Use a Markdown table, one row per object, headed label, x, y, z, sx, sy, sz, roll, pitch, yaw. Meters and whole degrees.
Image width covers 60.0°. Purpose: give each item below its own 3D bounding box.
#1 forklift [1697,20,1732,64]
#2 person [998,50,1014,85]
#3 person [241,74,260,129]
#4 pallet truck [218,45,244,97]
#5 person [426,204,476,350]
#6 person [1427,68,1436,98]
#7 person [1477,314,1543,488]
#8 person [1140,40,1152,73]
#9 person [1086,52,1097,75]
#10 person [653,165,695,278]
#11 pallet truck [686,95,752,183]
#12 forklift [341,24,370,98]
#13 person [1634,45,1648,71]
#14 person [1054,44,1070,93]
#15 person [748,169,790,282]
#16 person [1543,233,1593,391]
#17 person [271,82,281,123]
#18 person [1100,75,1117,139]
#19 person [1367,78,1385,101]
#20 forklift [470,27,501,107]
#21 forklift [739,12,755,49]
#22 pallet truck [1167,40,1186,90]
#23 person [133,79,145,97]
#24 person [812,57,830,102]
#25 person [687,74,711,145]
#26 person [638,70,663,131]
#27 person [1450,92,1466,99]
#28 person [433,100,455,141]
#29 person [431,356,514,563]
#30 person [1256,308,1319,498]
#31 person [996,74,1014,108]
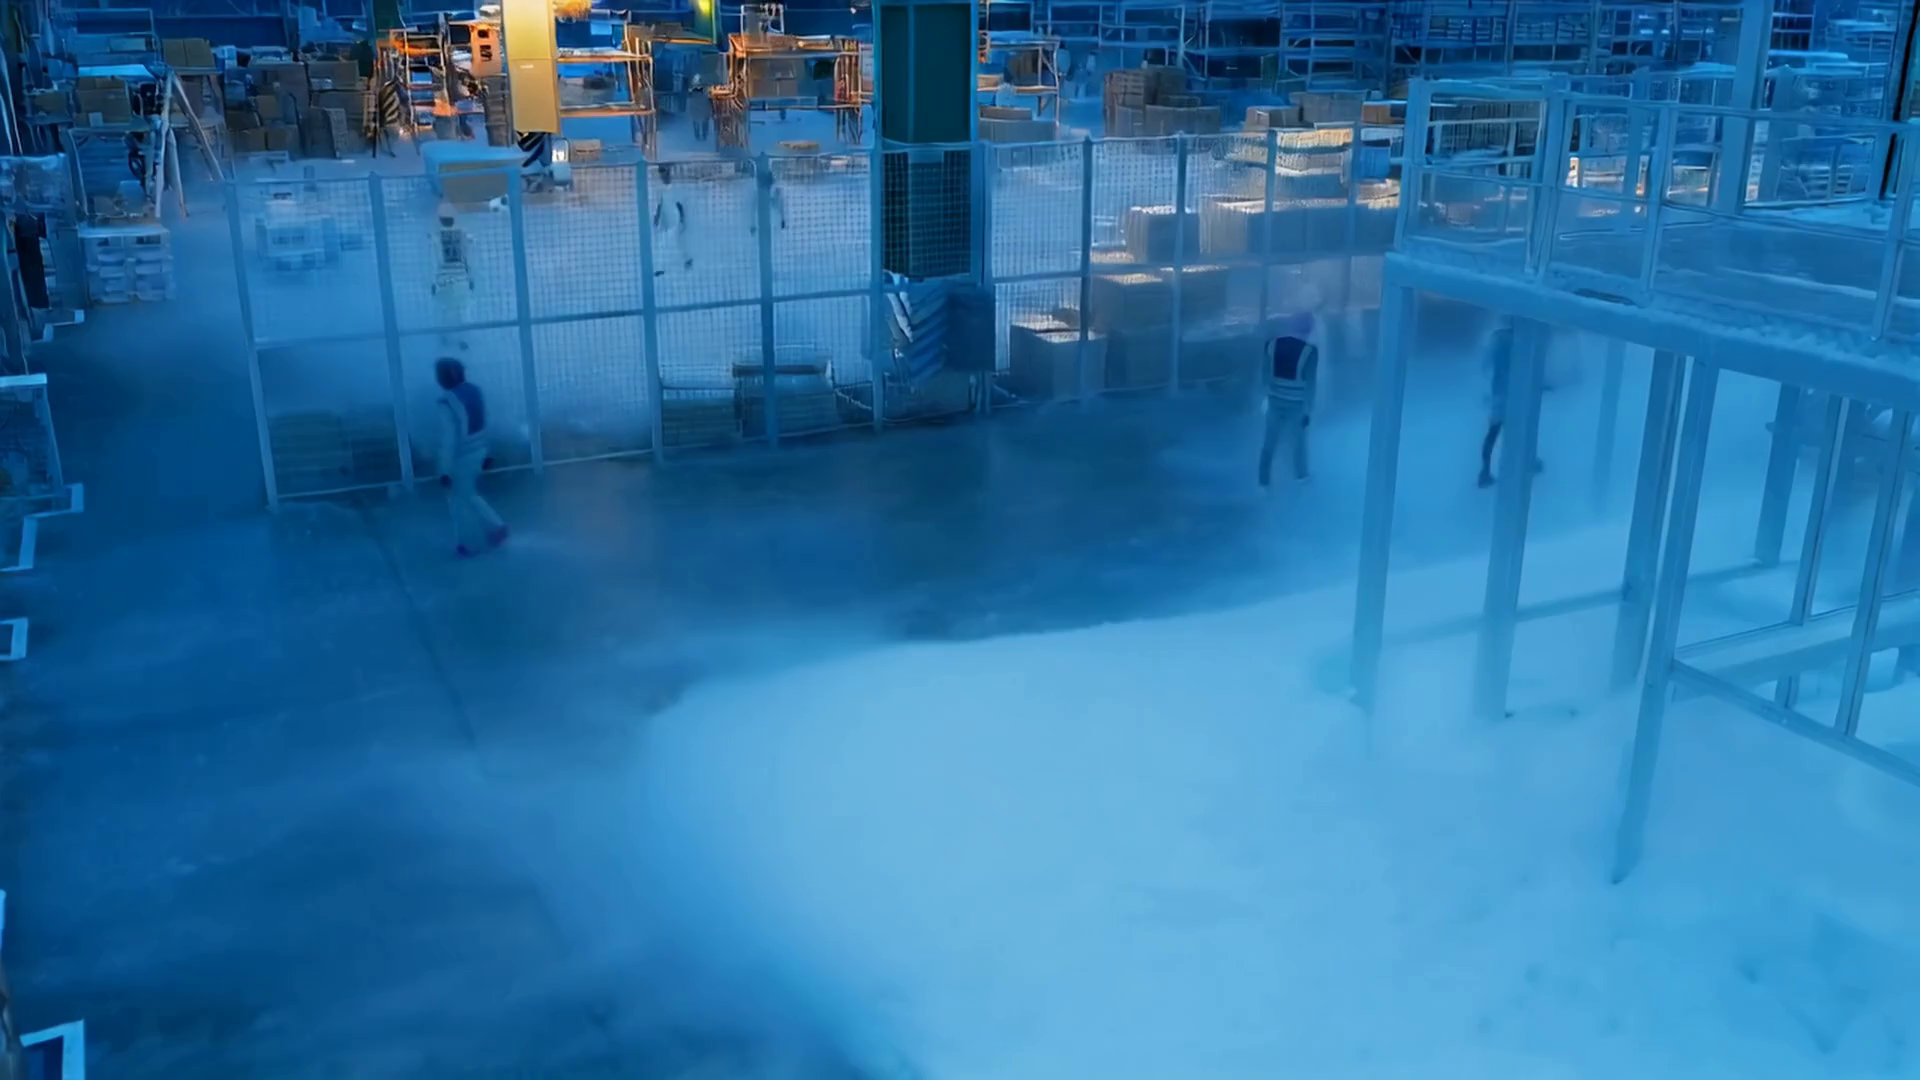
| label | x | y | z | sx | sy | sz | roll | pitch | yaw |
| --- | --- | --- | --- | --- | --- | --- | --- | --- | --- |
| forklift | 31.595 | -20.128 | 69.016 | 1.873 | 2.768 | 1.129 | 6 | 20 | 17 |
| person | 1.857 | -19.087 | 67.496 | 0.643 | 1.887 | 1.009 | -2 | 19 | -6 |
| person | -21.027 | -12.831 | 49.305 | 0.588 | 1.927 | 0.370 | 17 | 26 | 41 |
| pallet truck | -28.879 | -18.665 | 66.111 | 0.823 | 1.965 | 1.885 | -3 | 19 | -9 |
| person | -6.854 | -3.548 | 22.393 | 0.657 | 1.920 | 0.708 | -10 | 22 | -28 |
| person | 16.101 | -15.371 | 57.099 | 0.514 | 1.642 | 0.310 | -16 | 25 | -39 |
| person | 5.491 | -1.477 | 16.444 | 0.982 | 1.882 | 0.567 | -16 | 25 | -39 |
| person | 8.164 | -21.222 | 73.789 | 0.669 | 1.818 | 0.651 | -7 | 20 | -21 |
| person | 5.348 | -18.911 | 67.315 | 0.780 | 1.666 | 0.536 | 17 | 25 | 41 |
| person | -4.832 | -5.349 | 27.779 | 0.532 | 1.834 | 0.967 | 16 | 25 | 38 |
| pallet truck | -5.836 | -9.608 | 39.856 | 0.823 | 1.965 | 1.885 | 10 | 22 | 27 |
| forklift | -23.462 | -18.606 | 64.604 | 1.129 | 2.768 | 1.873 | 13 | 23 | 34 |
| person | 29.662 | -20.713 | 72.514 | 0.559 | 1.676 | 0.594 | 11 | 22 | 29 |
| person | 4.147 | -19.263 | 67.950 | 0.621 | 1.942 | 1.009 | 4 | 19 | 12 |
| person | -3.084 | -5.155 | 27.246 | 0.654 | 1.794 | 0.927 | -10 | 22 | -28 |
| person | 7.377 | -2.761 | 20.047 | 0.853 | 1.962 | 0.628 | -8 | 20 | -21 |
| person | -20.299 | -12.859 | 49.801 | 0.531 | 1.652 | 0.834 | -17 | 25 | -40 |
| person | 4.446 | -12.950 | 49.760 | 0.507 | 1.860 | 0.325 | 16 | 25 | 38 |
| person | 11.595 | -11.936 | 46.648 | 0.606 | 1.967 | 0.367 | -13 | 23 | -33 |
| forklift | -17.269 | -17.254 | 60.687 | 1.129 | 2.768 | 1.873 | -2 | 19 | -6 |
| forklift | -10.250 | -24.364 | 81.296 | 1.873 | 2.768 | 1.129 | -1 | 19 | -1 |
| pallet truck | 9.045 | -19.971 | 69.895 | 0.823 | 1.965 | 1.885 | -3 | 19 | -8 |
| person | -25.341 | -13.406 | 51.420 | 0.529 | 1.629 | 0.323 | 6 | 20 | 17 |
| person | -5.173 | -17.210 | 62.070 | 0.651 | 1.890 | 1.034 | -16 | 25 | -39 |
| person | -7.580 | -12.582 | 48.411 | 0.687 | 2.000 | 1.039 | -2 | 19 | -4 |
| person | -9.752 | -13.776 | 52.100 | 0.902 | 1.881 | 0.715 | -12 | 22 | -31 |
| person | 14.671 | -12.691 | 49.167 | 0.525 | 1.755 | 0.378 | -7 | 20 | -20 |
| person | -12.254 | -9.456 | 39.521 | 0.594 | 1.924 | 0.383 | 12 | 22 | 30 |
| person | -4.226 | -0.673 | 14.230 | 0.506 | 1.828 | 0.624 | 5 | 20 | 15 |
| person | 3.164 | -1.325 | 16.093 | 0.583 | 1.839 | 0.973 | 12 | 22 | 31 |
| person | 1.328 | -12.965 | 49.760 | 0.573 | 1.883 | 0.353 | 7 | 20 | 20 |
